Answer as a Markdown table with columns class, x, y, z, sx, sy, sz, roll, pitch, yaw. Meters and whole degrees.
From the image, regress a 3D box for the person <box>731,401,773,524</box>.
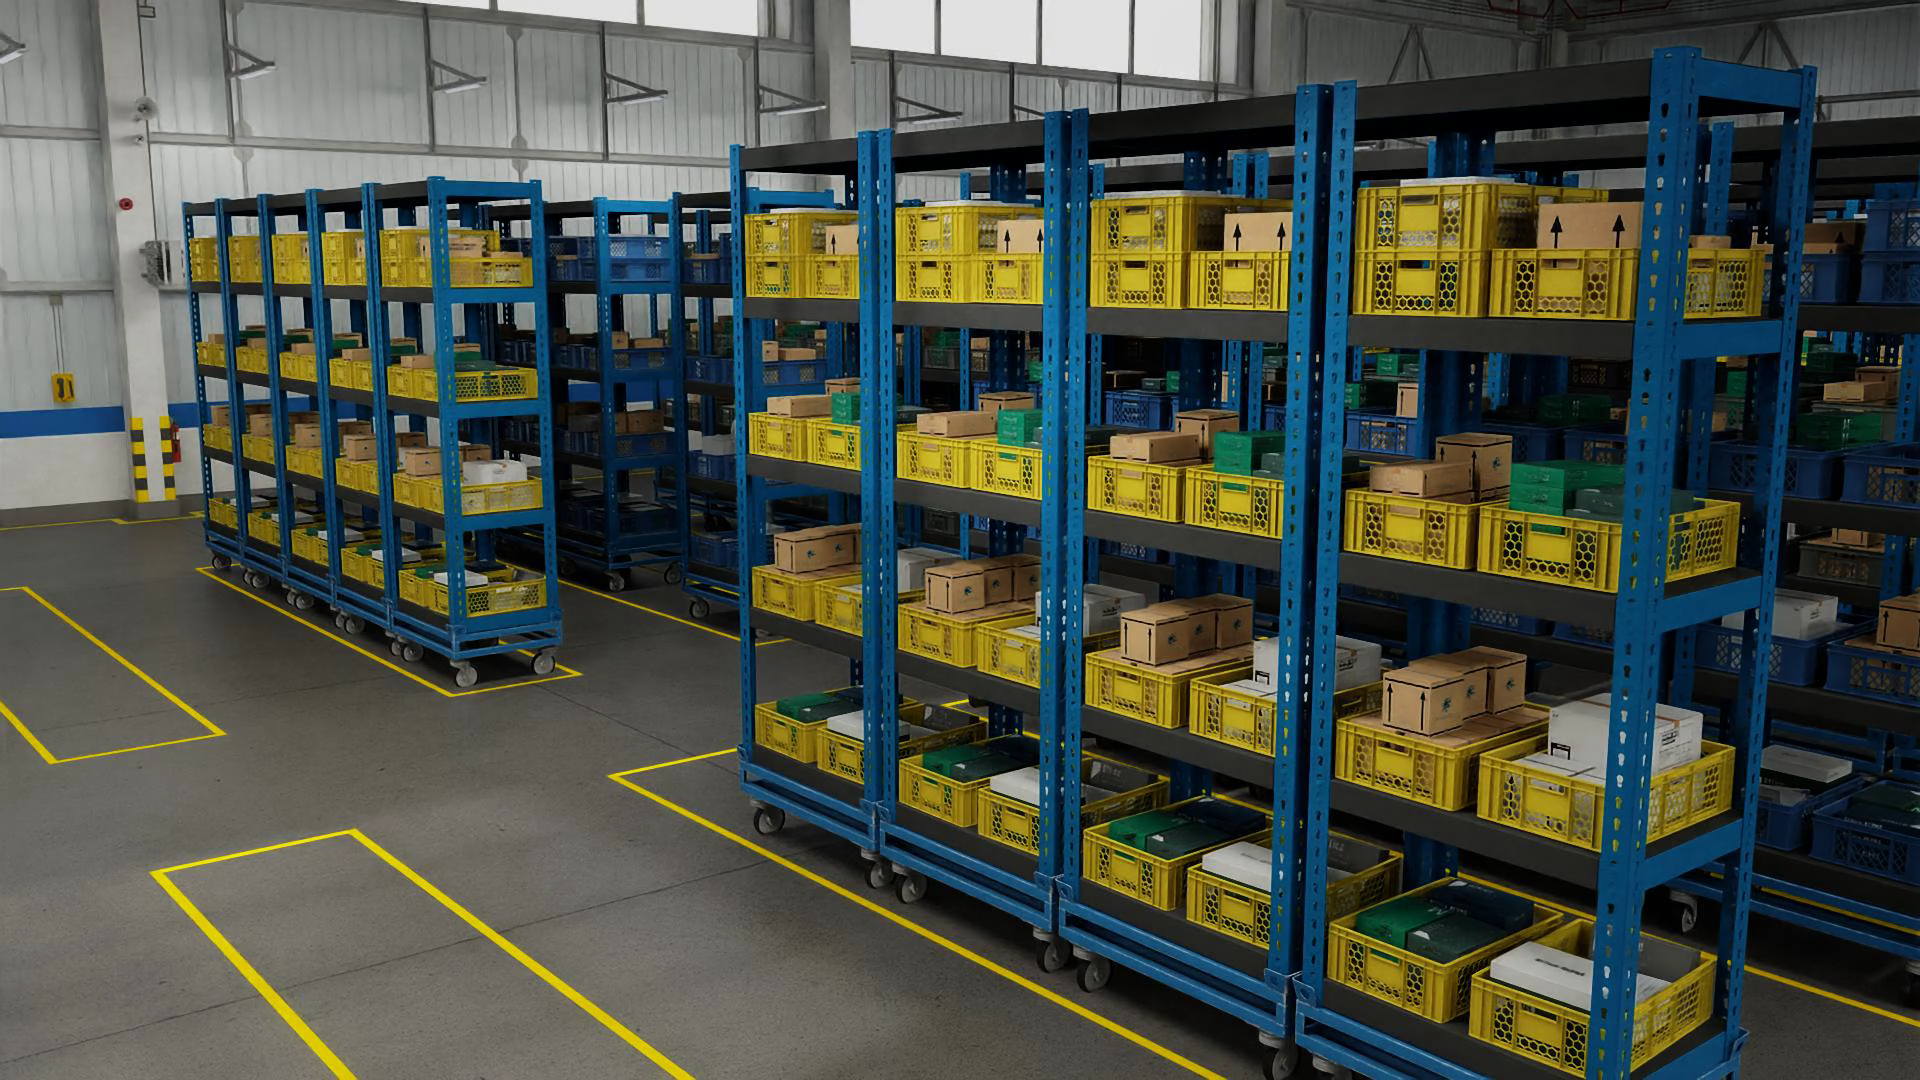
| class | x | y | z | sx | sy | sz | roll | pitch | yaw |
| --- | --- | --- | --- | --- | --- | --- | --- | --- | --- |
| person | -2.042 | -0.595 | 16.332 | 0.587 | 1.828 | 0.404 | 5 | 11 | 29 |
